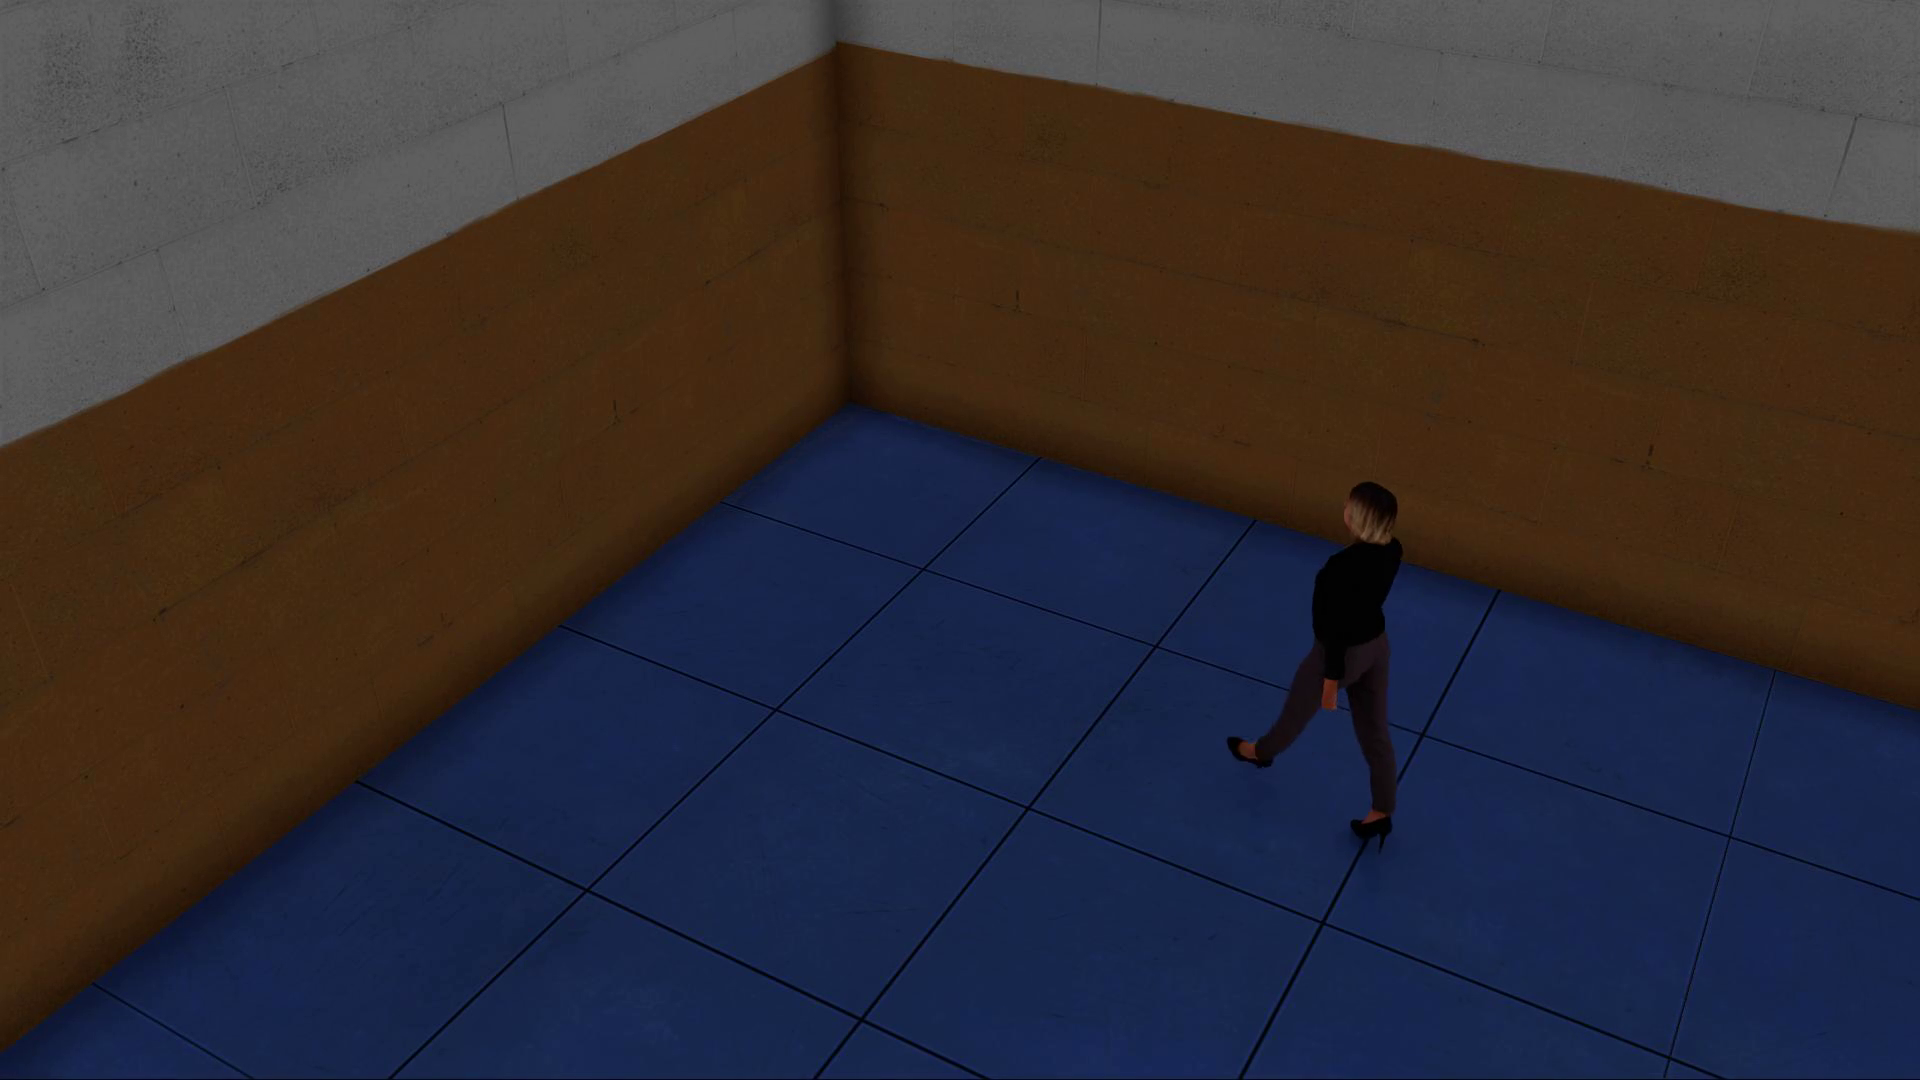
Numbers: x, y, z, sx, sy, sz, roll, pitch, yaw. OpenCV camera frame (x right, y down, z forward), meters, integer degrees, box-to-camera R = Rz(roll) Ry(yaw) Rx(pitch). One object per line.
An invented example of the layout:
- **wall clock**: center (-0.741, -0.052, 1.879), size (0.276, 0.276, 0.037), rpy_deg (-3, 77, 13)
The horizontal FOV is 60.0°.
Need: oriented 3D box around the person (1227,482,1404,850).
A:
- **person**: center (1.628, 0.554, 6.652), size (1.075, 1.630, 0.912), rpy_deg (-26, 42, -33)
